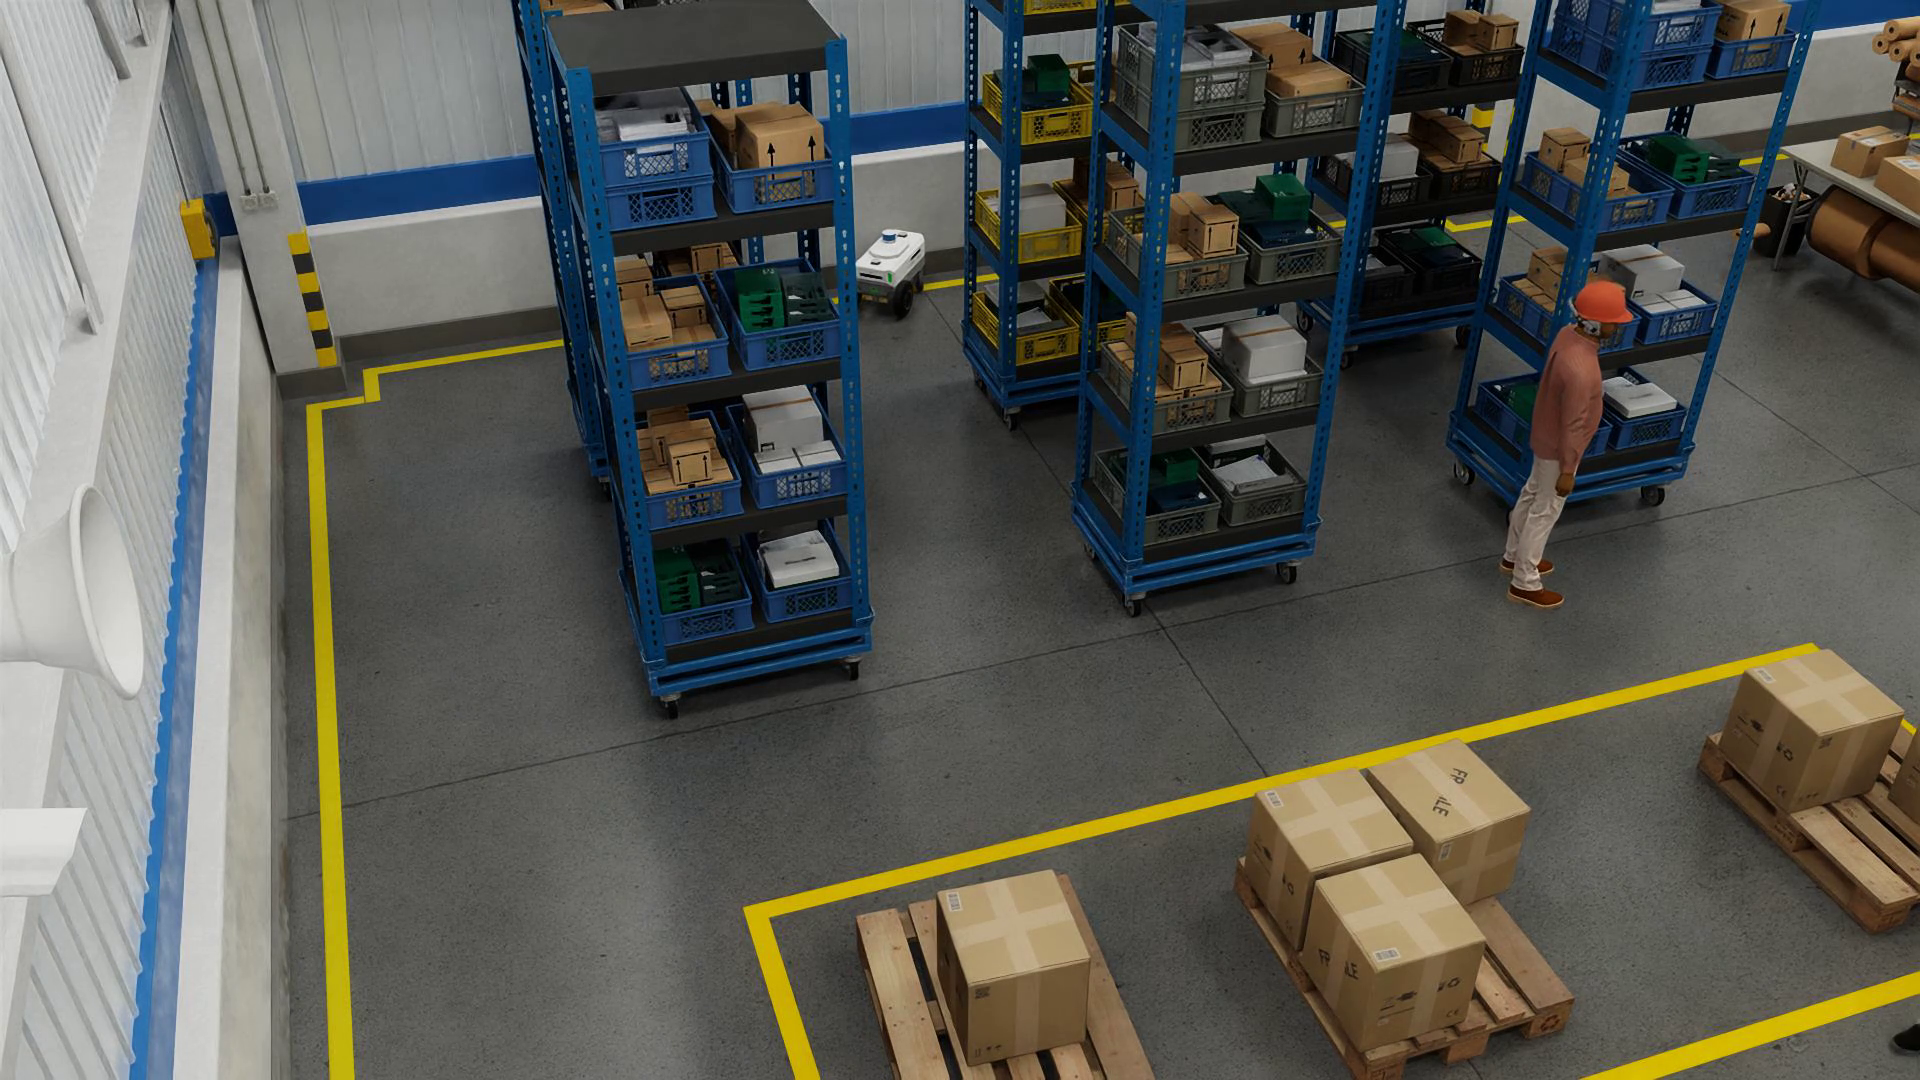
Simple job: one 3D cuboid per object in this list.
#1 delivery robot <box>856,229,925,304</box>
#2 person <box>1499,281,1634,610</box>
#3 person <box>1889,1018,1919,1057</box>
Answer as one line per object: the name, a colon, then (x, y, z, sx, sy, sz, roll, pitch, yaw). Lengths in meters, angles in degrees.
delivery robot: (-0.538, -2.139, 12.742, 0.477, 0.478, 0.707, 13, 37, 17)
person: (3.377, -0.541, 9.314, 0.388, 1.992, 0.625, 5, 36, 7)
person: (4.440, 1.451, 6.655, 0.781, 1.800, 0.606, -14, 38, -19)
